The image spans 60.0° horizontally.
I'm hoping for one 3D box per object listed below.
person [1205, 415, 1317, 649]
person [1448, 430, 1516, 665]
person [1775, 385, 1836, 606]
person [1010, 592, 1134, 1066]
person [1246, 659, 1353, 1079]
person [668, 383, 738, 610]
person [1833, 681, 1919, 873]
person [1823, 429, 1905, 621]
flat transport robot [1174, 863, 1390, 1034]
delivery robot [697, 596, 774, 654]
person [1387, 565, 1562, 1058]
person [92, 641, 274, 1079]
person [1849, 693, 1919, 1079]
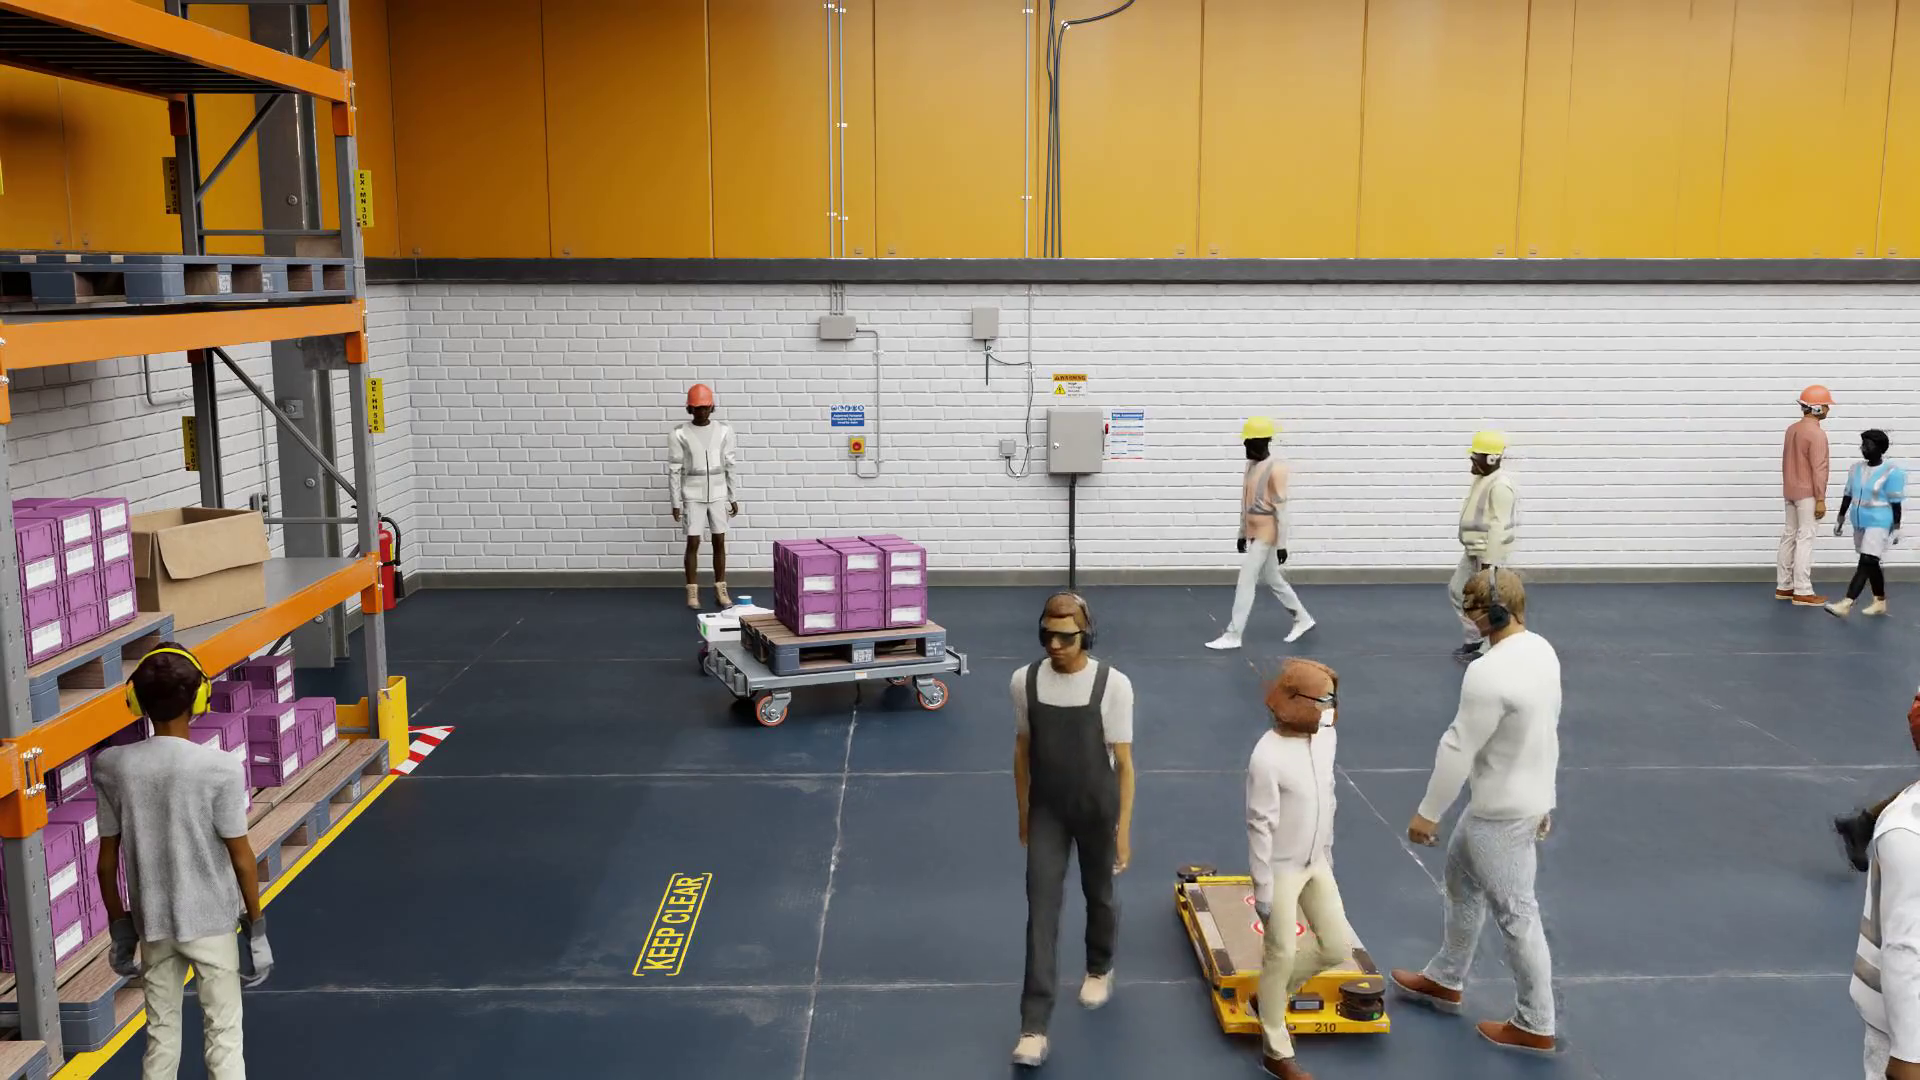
[{"bbox_3d":[2.466,-0.070,13.344,0.969,1.888,0.603,-2,9,-12],"label":"person"},{"bbox_3d":[3.953,0.069,12.665,0.498,1.819,0.619,0,9,0],"label":"person"},{"bbox_3d":[7.667,-0.408,15.068,0.377,1.995,0.608,0,9,-2],"label":"person"},{"bbox_3d":[0.439,1.084,6.546,0.533,1.800,0.969,3,10,17],"label":"person"},{"bbox_3d":[1.251,1.229,6.150,0.528,1.619,0.362,-9,13,-43],"label":"person"},{"bbox_3d":[-2.275,-0.384,14.818,0.612,2.033,0.415,-4,10,-23],"label":"person"},{"bbox_3d":[4.647,0.799,7.908,0.784,1.918,0.547,8,13,42],"label":"person"},{"bbox_3d":[7.786,-0.119,14.370,0.856,1.637,0.549,-2,10,-15],"label":"person"},{"bbox_3d":[1.351,1.735,7.197,0.652,0.197,1.431,0,9,-1],"label":"flat transport robot"},{"bbox_3d":[-1.627,0.666,12.601,0.707,0.478,0.477,-2,9,-14],"label":"delivery robot"},{"bbox_3d":[1.999,1.035,6.526,0.863,1.899,0.622,6,11,34],"label":"person"},{"bbox_3d":[-2.460,1.242,5.314,0.532,1.876,0.319,0,9,3],"label":"person"},{"bbox_3d":[2.716,1.340,4.691,0.355,1.883,0.573,7,12,39],"label":"person"}]
